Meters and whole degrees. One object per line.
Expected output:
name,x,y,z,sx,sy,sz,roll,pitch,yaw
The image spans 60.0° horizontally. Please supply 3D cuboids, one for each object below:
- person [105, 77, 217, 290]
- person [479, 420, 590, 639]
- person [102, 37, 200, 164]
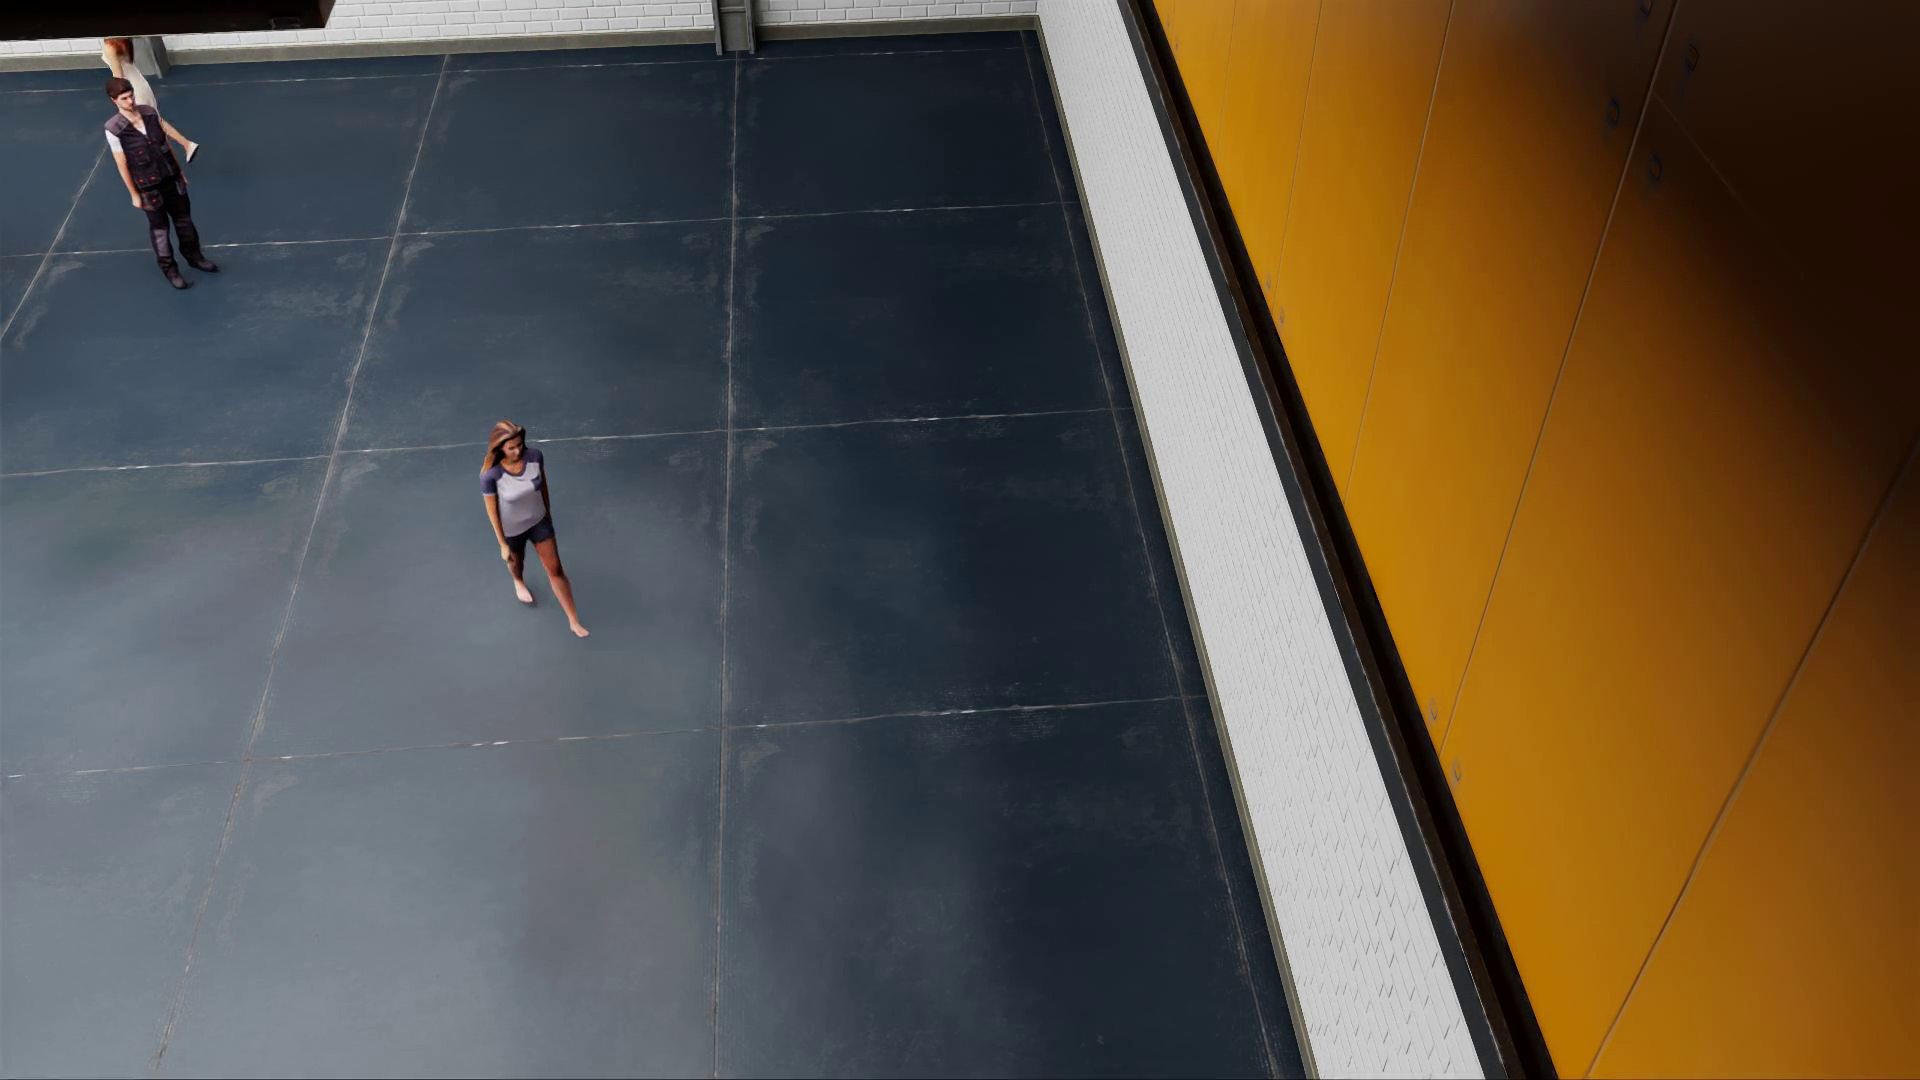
person,-6.666,-2.981,13.772,0.782,1.848,0.750,24,49,23
person,-2.914,-0.136,10.914,1.104,1.672,1.013,-25,49,-24
person,-7.345,-4.024,14.978,0.835,1.697,0.606,1,44,1
